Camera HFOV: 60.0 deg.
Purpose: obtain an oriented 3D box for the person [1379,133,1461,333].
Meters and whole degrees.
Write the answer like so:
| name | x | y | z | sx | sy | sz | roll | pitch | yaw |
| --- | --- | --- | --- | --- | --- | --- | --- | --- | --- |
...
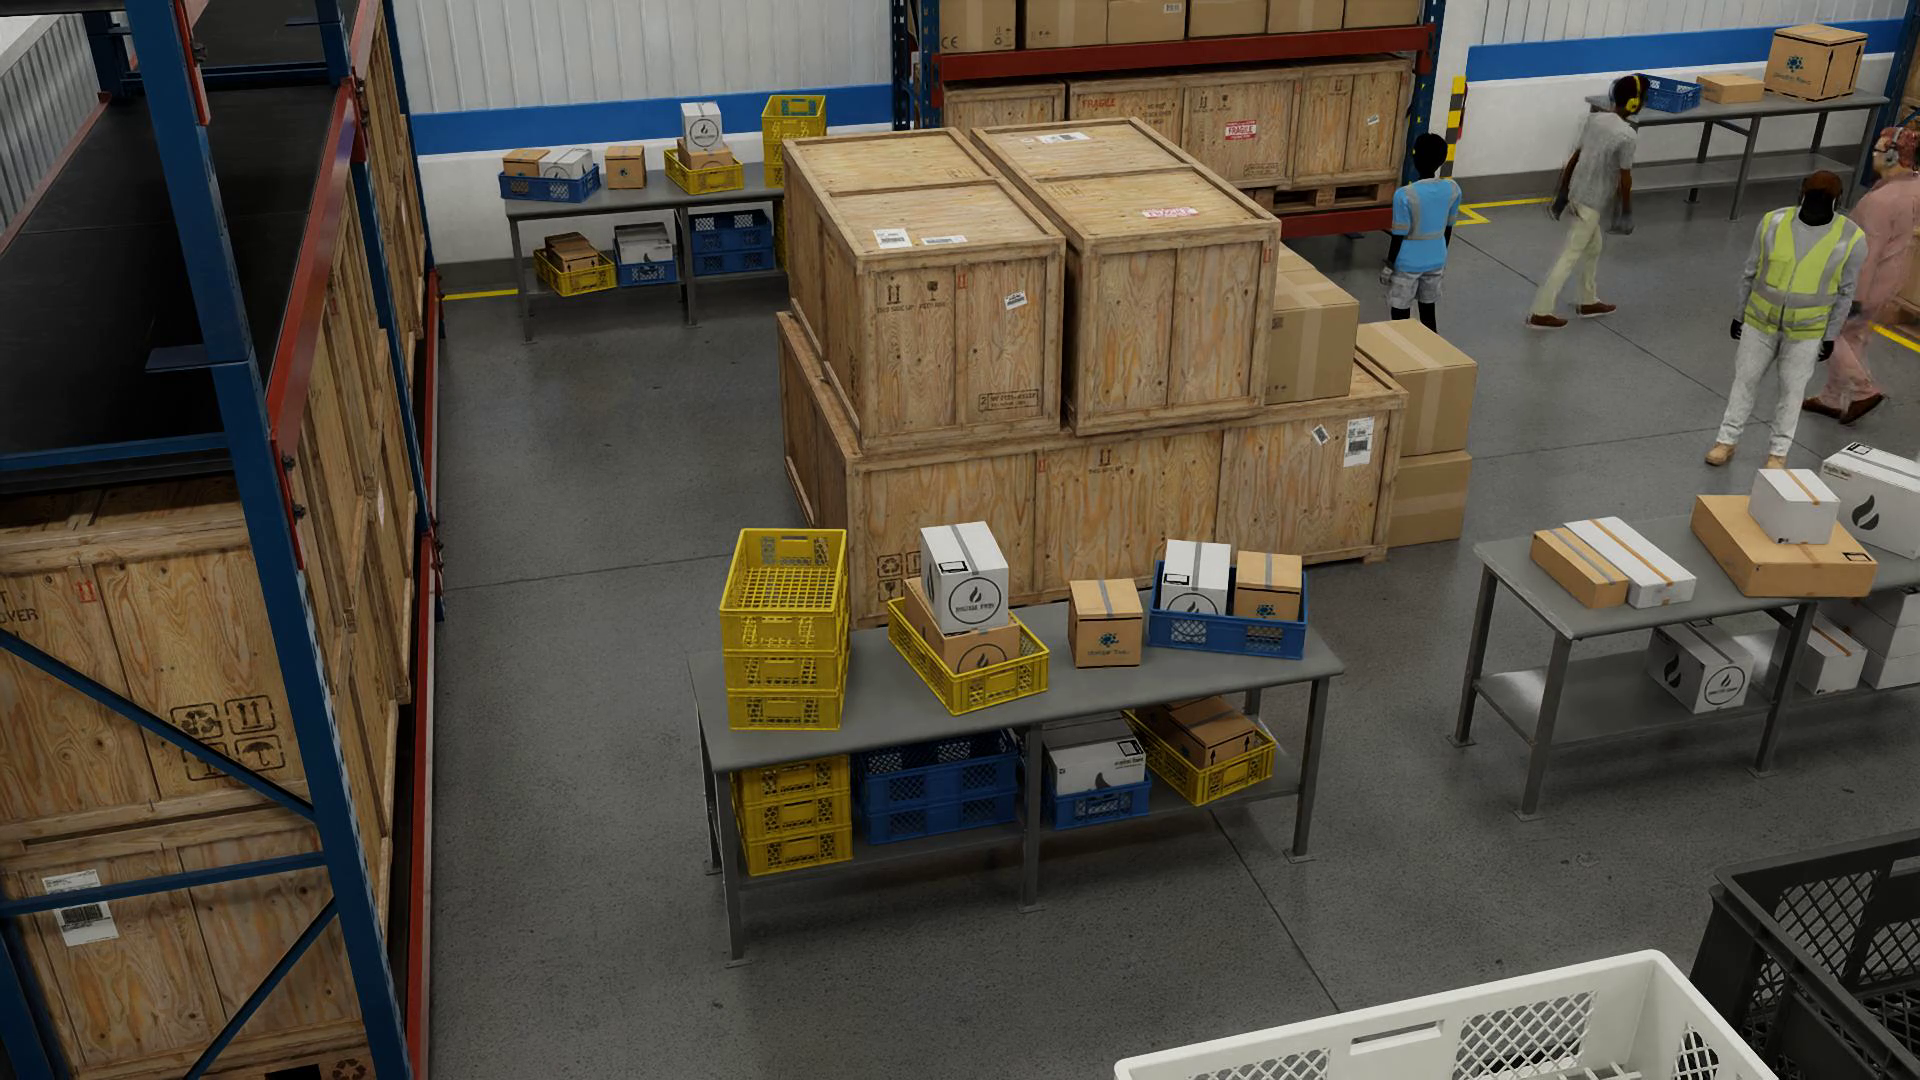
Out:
| name | x | y | z | sx | sy | sz | roll | pitch | yaw |
| --- | --- | --- | --- | --- | --- | --- | --- | --- | --- |
| person | 2.994 | -1.821 | 10.924 | 0.540 | 1.695 | 0.317 | -14 | 32 | -24 |

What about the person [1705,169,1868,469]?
| name | x | y | z | sx | sy | sz | roll | pitch | yaw |
| --- | --- | --- | --- | --- | --- | --- | --- | --- | --- |
| person | 4.847 | -1.262 | 9.772 | 0.634 | 1.842 | 0.429 | 19 | 34 | 31 |

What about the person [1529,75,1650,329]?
| name | x | y | z | sx | sy | sz | roll | pitch | yaw |
| --- | --- | --- | --- | --- | --- | --- | --- | --- | --- |
| person | 4.559 | -2.389 | 11.823 | 0.864 | 1.819 | 0.515 | -6 | 29 | -11 |

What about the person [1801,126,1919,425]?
| name | x | y | z | sx | sy | sz | roll | pitch | yaw |
| --- | --- | --- | --- | --- | --- | --- | --- | --- | --- |
| person | 5.650 | -1.629 | 10.378 | 0.667 | 1.886 | 0.452 | -25 | 37 | -37 |
